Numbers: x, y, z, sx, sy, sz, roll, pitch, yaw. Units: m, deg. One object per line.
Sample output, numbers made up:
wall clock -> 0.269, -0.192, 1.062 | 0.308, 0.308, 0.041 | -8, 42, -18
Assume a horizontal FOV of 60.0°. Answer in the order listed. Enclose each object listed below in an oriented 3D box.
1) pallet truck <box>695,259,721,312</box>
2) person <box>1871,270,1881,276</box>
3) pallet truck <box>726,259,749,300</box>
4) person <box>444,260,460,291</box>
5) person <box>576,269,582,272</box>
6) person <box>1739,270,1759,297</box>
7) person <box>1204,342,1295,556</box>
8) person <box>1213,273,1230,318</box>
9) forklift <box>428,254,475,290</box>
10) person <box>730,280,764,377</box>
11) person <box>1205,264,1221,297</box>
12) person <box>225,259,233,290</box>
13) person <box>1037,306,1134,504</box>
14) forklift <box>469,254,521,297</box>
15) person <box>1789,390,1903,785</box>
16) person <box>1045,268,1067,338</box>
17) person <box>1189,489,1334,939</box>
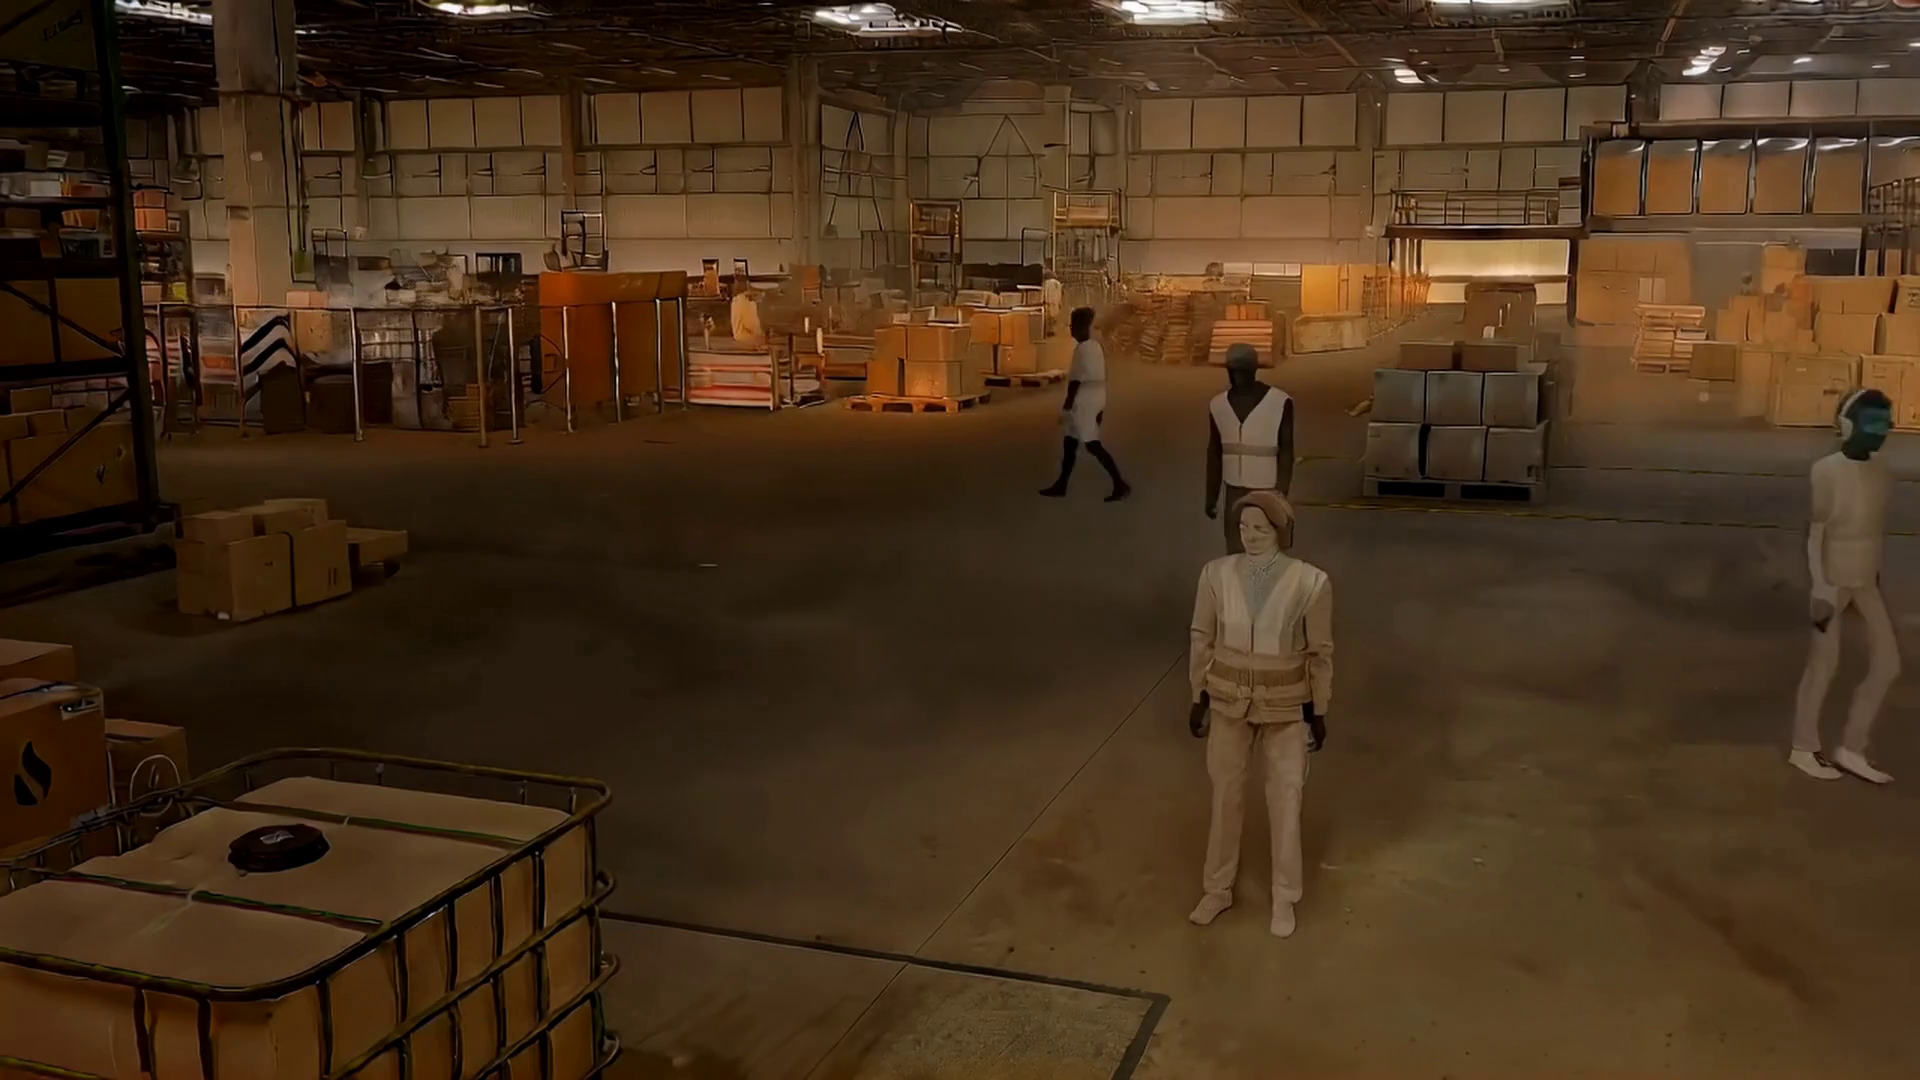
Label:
pallet truck -> -9.165, -9.627, 62.776 | 0.823, 1.965, 1.885 | 4, 11, 23
person -> 22.548, -5.713, 41.058 | 0.356, 1.883, 0.573 | 0, 10, -2
pallet truck -> -7.986, -9.493, 62.019 | 0.823, 1.965, 1.885 | 3, 11, 17
person -> -17.274, -8.486, 56.373 | 1.048, 1.985, 0.612 | 2, 10, 13
person -> -13.537, -8.900, 59.333 | 0.316, 1.769, 0.525 | 6, 12, 29
person -> 18.361, -5.351, 38.911 | 0.565, 1.915, 0.510 | -4, 11, -21
person -> 1.833, -0.308, 10.575 | 0.620, 1.897, 0.447 | 8, 13, 38
person -> 7.143, -6.436, 45.554 | 0.506, 1.722, 0.587 | 6, 12, 31
forklift -> -20.133, -10.254, 65.465 | 1.157, 1.987, 2.680 | 3, 11, 19
person -> -3.572, -3.528, 28.734 | 0.785, 1.881, 0.673 | 5, 11, 26
person -> 7.225, -6.764, 46.746 | 0.653, 1.955, 0.933 | 8, 13, 38
person -> -27.941, -9.759, 63.644 | 0.827, 1.944, 0.651 | 1, 10, 8
person -> 1.249, -1.302, 16.114 | 0.992, 1.923, 0.624 | 3, 11, 18
forklift -> -17.990, -10.121, 64.684 | 1.157, 1.987, 2.680 | 3, 11, 17
person -> 4.140, 0.232, 7.672 | 0.554, 1.848, 0.599 | -4, 11, -20
person -> 2.617, -6.390, 44.865 | 0.826, 1.880, 0.640 | 9, 13, 40
person -> 1.084, 0.626, 6.044 | 0.523, 1.638, 0.311 | 5, 11, 25
